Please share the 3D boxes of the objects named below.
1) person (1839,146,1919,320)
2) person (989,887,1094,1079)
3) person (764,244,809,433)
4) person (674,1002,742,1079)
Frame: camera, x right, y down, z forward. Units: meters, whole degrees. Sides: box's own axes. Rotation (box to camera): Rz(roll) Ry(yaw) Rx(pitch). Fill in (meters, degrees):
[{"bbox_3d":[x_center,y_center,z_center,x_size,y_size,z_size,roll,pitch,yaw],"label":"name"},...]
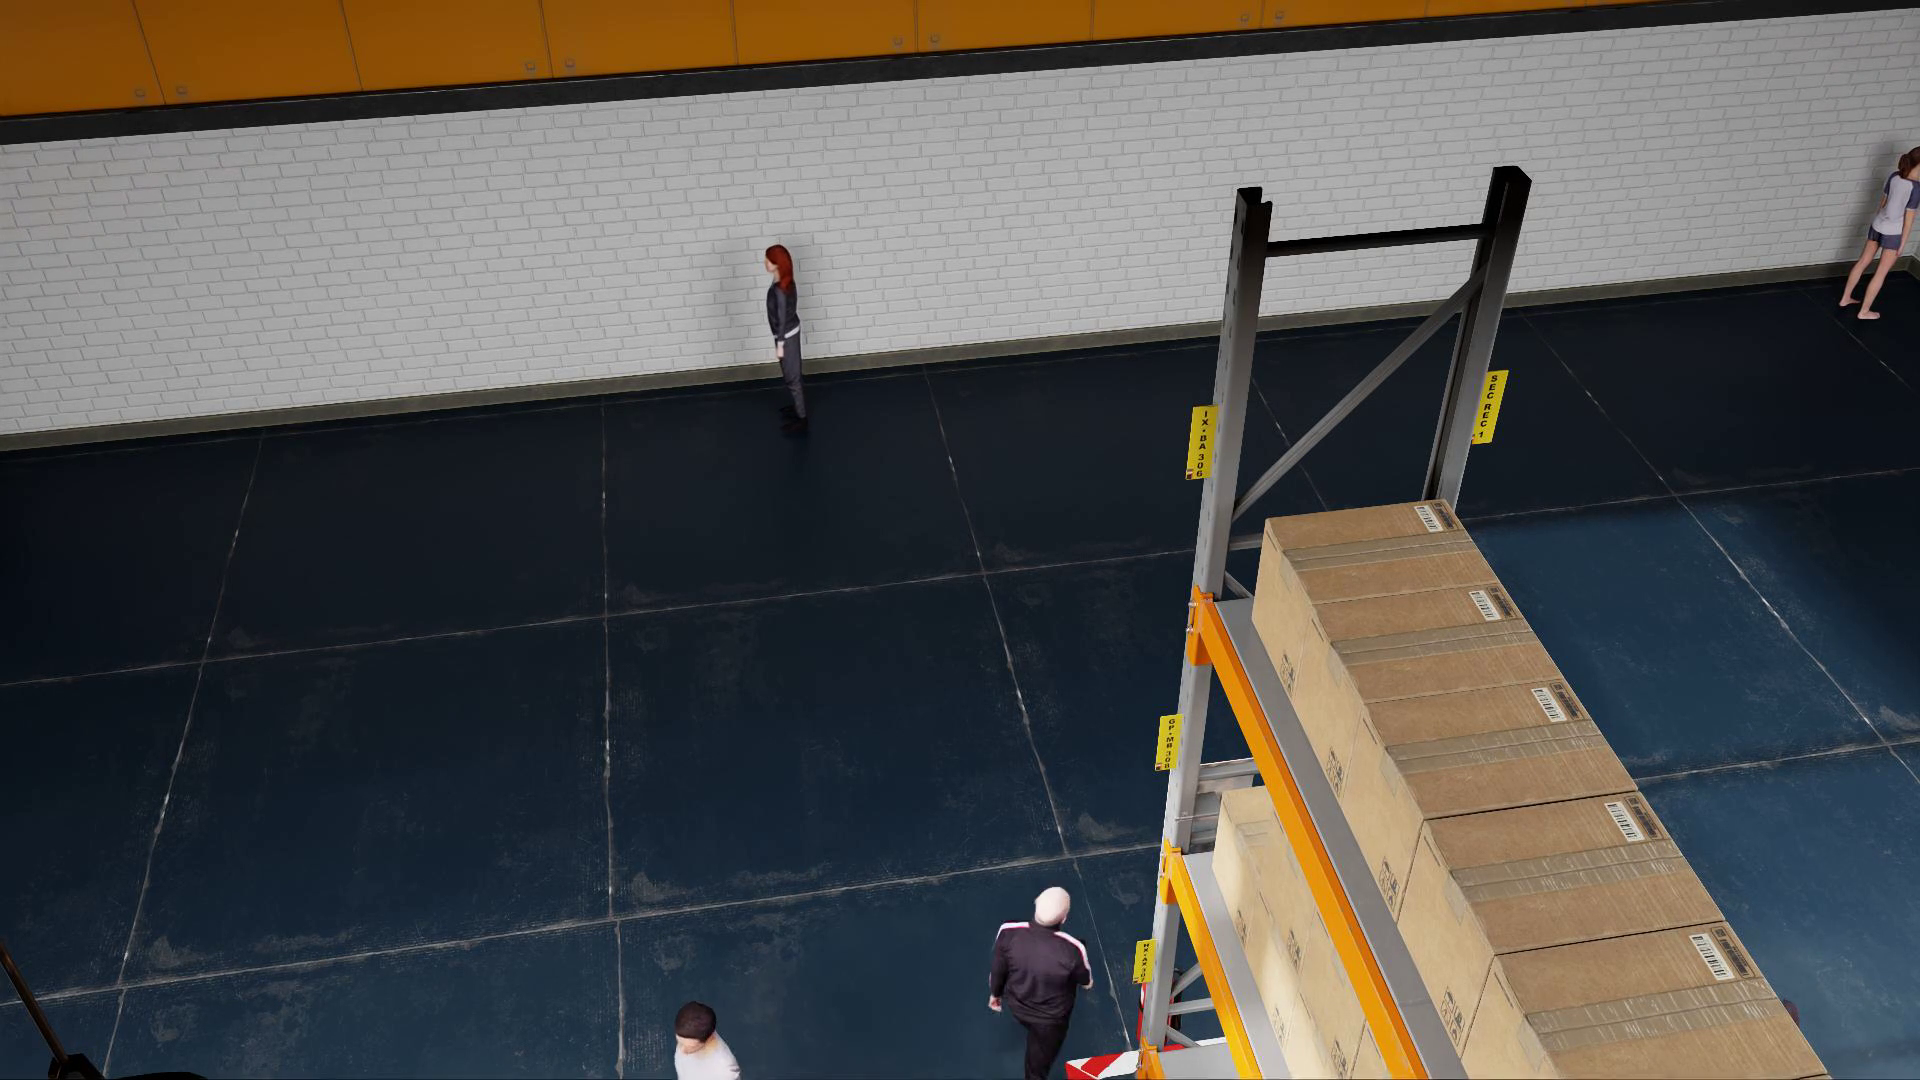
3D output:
[{"bbox_3d":[8.933,-2.969,16.004,0.657,1.765,0.524,-12,40,-15],"label":"person"},{"bbox_3d":[0.393,2.624,8.985,1.106,1.784,1.274,15,41,17],"label":"person"},{"bbox_3d":[-1.509,-1.769,14.494,0.641,1.774,0.458,-4,39,-5],"label":"person"},{"bbox_3d":[-1.178,2.911,8.592,1.104,1.826,1.181,-22,44,-25],"label":"person"}]
